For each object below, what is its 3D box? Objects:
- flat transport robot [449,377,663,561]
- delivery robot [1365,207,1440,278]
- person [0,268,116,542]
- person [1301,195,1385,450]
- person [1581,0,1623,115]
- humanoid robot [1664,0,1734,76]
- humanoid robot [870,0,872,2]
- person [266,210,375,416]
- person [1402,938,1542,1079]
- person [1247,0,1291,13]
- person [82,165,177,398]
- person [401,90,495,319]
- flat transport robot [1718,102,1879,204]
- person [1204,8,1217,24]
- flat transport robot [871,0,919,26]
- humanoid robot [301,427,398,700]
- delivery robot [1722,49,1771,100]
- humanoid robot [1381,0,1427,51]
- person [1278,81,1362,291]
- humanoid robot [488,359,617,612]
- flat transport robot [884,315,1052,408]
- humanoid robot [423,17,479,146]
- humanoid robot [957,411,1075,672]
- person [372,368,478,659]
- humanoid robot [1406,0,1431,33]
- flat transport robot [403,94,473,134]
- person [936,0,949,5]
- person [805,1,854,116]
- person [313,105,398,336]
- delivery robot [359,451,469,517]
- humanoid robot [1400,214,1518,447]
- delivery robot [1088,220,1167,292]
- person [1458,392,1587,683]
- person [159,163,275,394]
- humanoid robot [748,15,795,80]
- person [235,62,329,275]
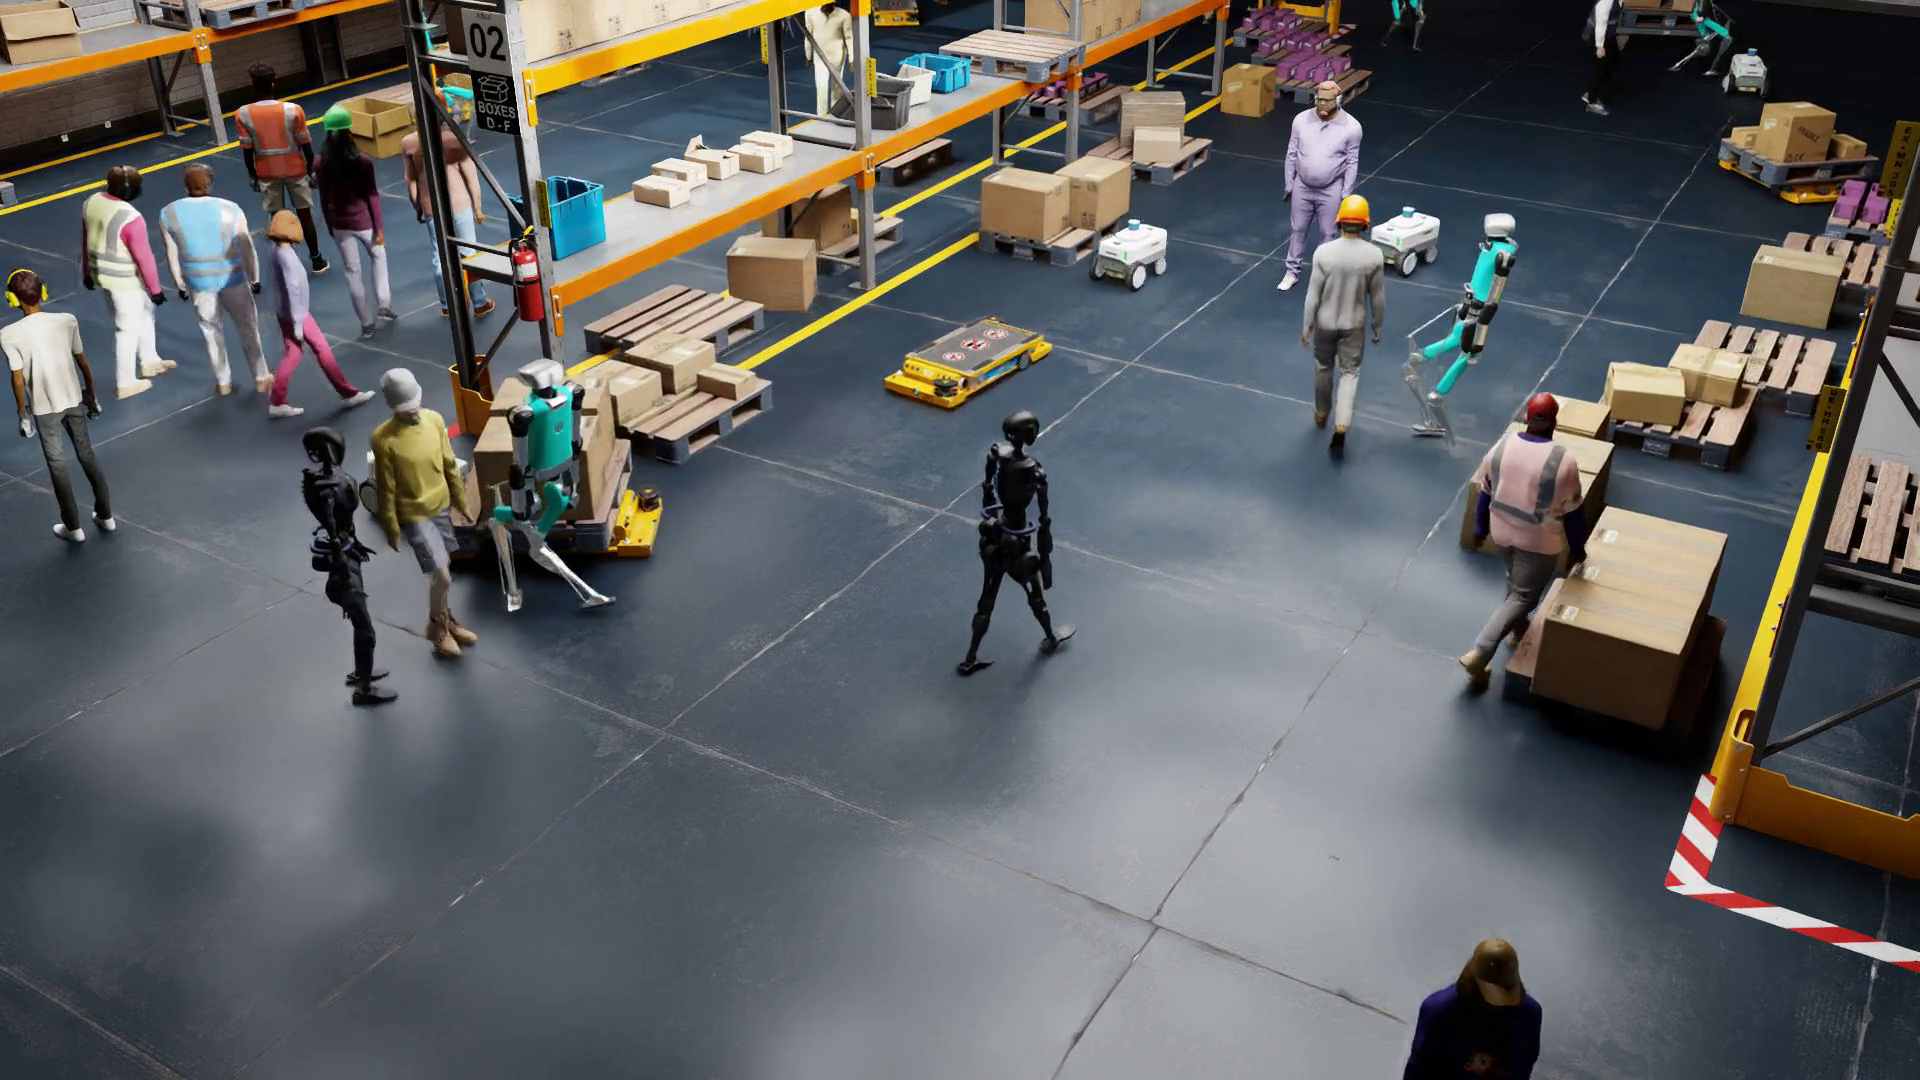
[{"bbox_3d":[-2.755,-0.116,11.147,1.431,0.231,0.659,-1,29,-2],"label":"flat transport robot"},{"bbox_3d":[4.172,-2.820,15.647,0.806,0.602,0.499,-24,37,-36],"label":"delivery robot"},{"bbox_3d":[-5.913,-0.874,10.881,0.345,1.856,0.526,21,35,32],"label":"person"},{"bbox_3d":[2.792,-1.585,12.127,0.573,1.866,0.844,5,30,10],"label":"person"},{"bbox_3d":[7.809,-6.065,20.174,0.507,1.739,0.827,20,35,32],"label":"person"},{"bbox_3d":[9.853,-6.913,21.715,0.896,1.781,0.575,7,30,12],"label":"humanoid robot"},{"bbox_3d":[-1.218,-9.147,25.677,0.599,1.657,0.315,16,33,27],"label":"humanoid robot"},{"bbox_3d":[-5.015,-1.706,12.619,0.793,1.588,0.561,-19,34,-30],"label":"person"},{"bbox_3d":[1.810,2.014,6.033,0.464,1.588,0.815,2,30,4],"label":"person"},{"bbox_3d":[4.762,-8.813,24.978,0.831,1.794,0.596,1,30,2],"label":"person"},{"bbox_3d":[-6.483,-2.028,12.984,0.648,1.794,0.700,22,36,33],"label":"person"},{"bbox_3d":[-4.397,-2.869,14.275,0.610,1.984,0.389,0,29,-1],"label":"person"},{"bbox_3d":[8.877,-3.921,17.878,0.659,0.231,1.431,-5,30,-9],"label":"flat transport robot"},{"bbox_3d":[3.879,-8.559,24.649,0.560,1.669,0.899,23,37,35],"label":"person"},{"bbox_3d":[-0.985,-7.978,25.055,0.659,0.231,1.431,-2,30,-4],"label":"flat transport robot"},{"bbox_3d":[-3.423,0.119,9.298,0.337,1.654,0.614,-7,30,-13],"label":"humanoid robot"},{"bbox_3d":[10.004,-5.921,21.139,0.521,0.608,0.780,8,30,14],"label":"delivery robot"},{"bbox_3d":[6.202,-7.627,23.000,0.530,1.802,0.807,-8,30,-14],"label":"humanoid robot"},{"bbox_3d":[3.185,-3.126,14.809,0.643,1.907,0.412,12,32,20],"label":"person"},{"bbox_3d":[-2.609,-0.312,10.001,0.874,1.750,0.534,19,34,30],"label":"humanoid robot"},{"bbox_3d":[0.083,-1.463,13.530,0.659,0.231,1.431,20,35,32],"label":"flat transport robot"},{"bbox_3d":[-5.728,-5.191,18.641,0.912,1.753,0.572,-10,31,-18],"label":"humanoid robot"},{"bbox_3d":[0.318,-0.019,9.586,0.775,1.630,0.609,-20,35,-31],"label":"humanoid robot"},{"bbox_3d":[-3.060,-0.147,9.585,0.497,1.860,0.503,16,33,26],"label":"person"},{"bbox_3d":[6.743,-8.202,24.073,0.789,1.633,0.614,-25,38,-37],"label":"humanoid robot"},{"bbox_3d":[-6.462,-5.048,19.872,0.659,0.231,1.431,16,33,26],"label":"flat transport robot"},{"bbox_3d":[-0.539,-9.304,25.750,0.638,1.912,0.818,-20,35,-31],"label":"person"},{"bbox_3d":[-1.519,-5.634,19.441,0.594,1.698,0.896,-1,29,-1],"label":"person"},{"bbox_3d":[-5.105,-2.688,14.016,0.493,1.930,0.557,-6,30,-11],"label":"person"},{"bbox_3d":[-3.714,-0.433,11.396,0.754,0.575,0.499,16,33,26],"label":"delivery robot"},{"bbox_3d":[3.550,-1.476,12.140,0.771,1.850,0.540,2,30,3],"label":"humanoid robot"},{"bbox_3d":[1.583,-2.657,15.331,0.499,0.575,0.754,23,36,34],"label":"delivery robot"},{"bbox_3d":[3.211,-0.016,9.495,0.862,1.718,0.605,-19,35,-30],"label":"person"},{"bbox_3d":[-5.763,-2.013,12.923,0.648,1.832,0.430,-8,30,-14],"label":"person"},{"bbox_3d":[-2.434,-6.673,21.368,0.599,1.623,0.795,-3,30,-5],"label":"humanoid robot"},{"bbox_3d":[-6.179,-3.360,15.160,0.612,1.965,0.361,-8,31,-14],"label":"person"}]
